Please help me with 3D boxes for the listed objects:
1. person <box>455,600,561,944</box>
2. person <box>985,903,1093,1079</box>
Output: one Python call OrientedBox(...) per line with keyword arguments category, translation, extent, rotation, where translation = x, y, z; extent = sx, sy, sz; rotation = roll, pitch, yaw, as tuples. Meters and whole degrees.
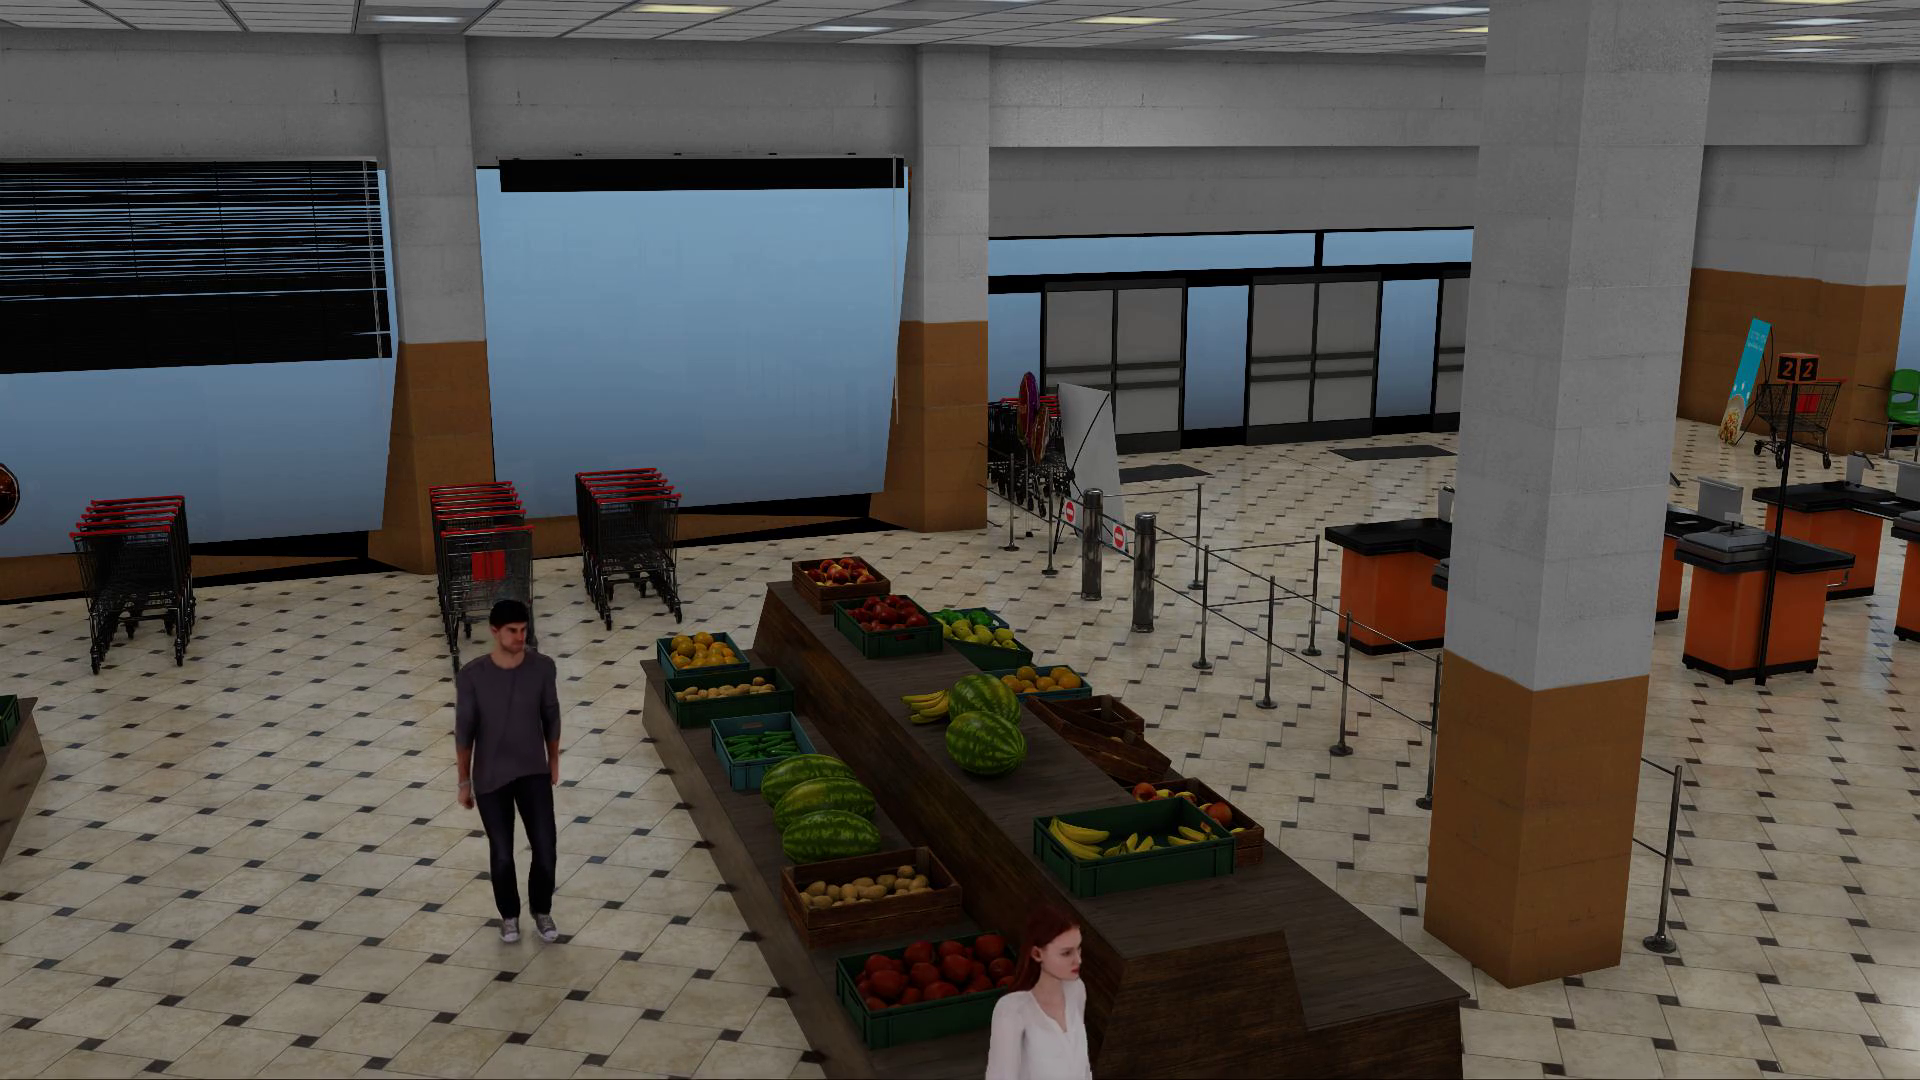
OrientedBox(category="person", translation=(-2.339, 1.181, 8.636), extent=(0.690, 1.833, 0.641), rotation=(-4, 14, -17))
OrientedBox(category="person", translation=(0.195, 1.993, 5.464), extent=(0.760, 1.751, 0.729), rotation=(11, 17, 38))
